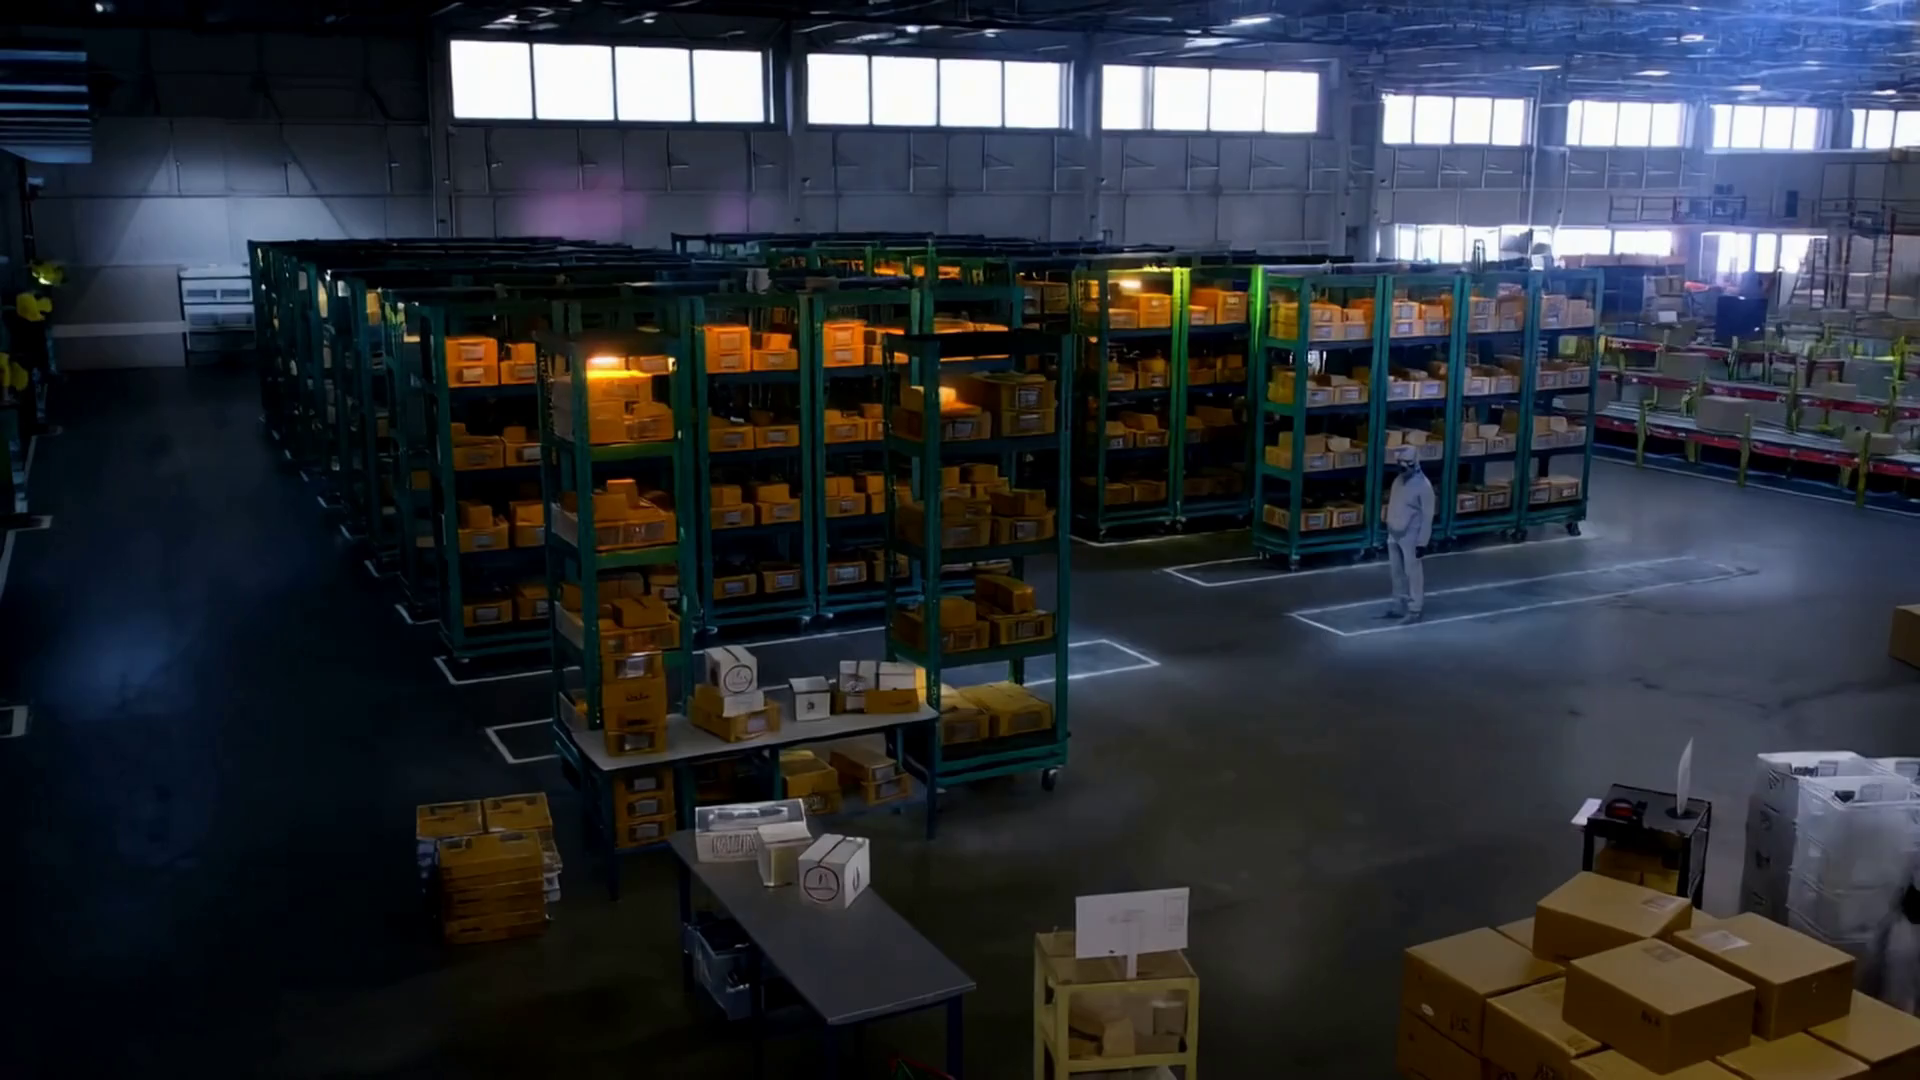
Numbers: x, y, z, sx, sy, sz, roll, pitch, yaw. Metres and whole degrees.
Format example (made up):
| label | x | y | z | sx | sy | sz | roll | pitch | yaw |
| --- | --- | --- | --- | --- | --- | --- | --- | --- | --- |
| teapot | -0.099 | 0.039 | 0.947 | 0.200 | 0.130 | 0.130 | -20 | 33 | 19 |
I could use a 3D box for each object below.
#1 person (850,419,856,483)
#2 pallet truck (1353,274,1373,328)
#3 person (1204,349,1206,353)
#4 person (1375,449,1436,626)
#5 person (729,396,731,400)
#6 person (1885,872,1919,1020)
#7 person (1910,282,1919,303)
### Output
| label | x | y | z | sx | sy | sz | roll | pitch | yaw |
| --- | --- | --- | --- | --- | --- | --- | --- | --- | --- |
| person | -1.223 | -1.031 | 22.479 | 0.602 | 1.977 | 0.434 | -6 | 14 | -27 |
| pallet truck | 13.011 | -8.050 | 55.243 | 0.823 | 1.965 | 1.885 | -7 | 14 | -28 |
| person | 5.555 | -4.103 | 37.240 | 0.621 | 1.802 | 0.720 | -5 | 13 | -22 |
| person | 4.807 | -0.037 | 17.976 | 0.409 | 1.907 | 0.651 | -5 | 13 | -23 |
| person | -4.661 | -3.394 | 33.934 | 0.613 | 1.809 | 0.680 | -2 | 12 | -11 |
| person | 4.390 | 2.277 | 7.663 | 0.489 | 1.696 | 0.920 | -6 | 14 | -27 |
| person | 38.417 | -10.309 | 66.200 | 0.600 | 1.837 | 0.999 | -3 | 13 | -16 |
